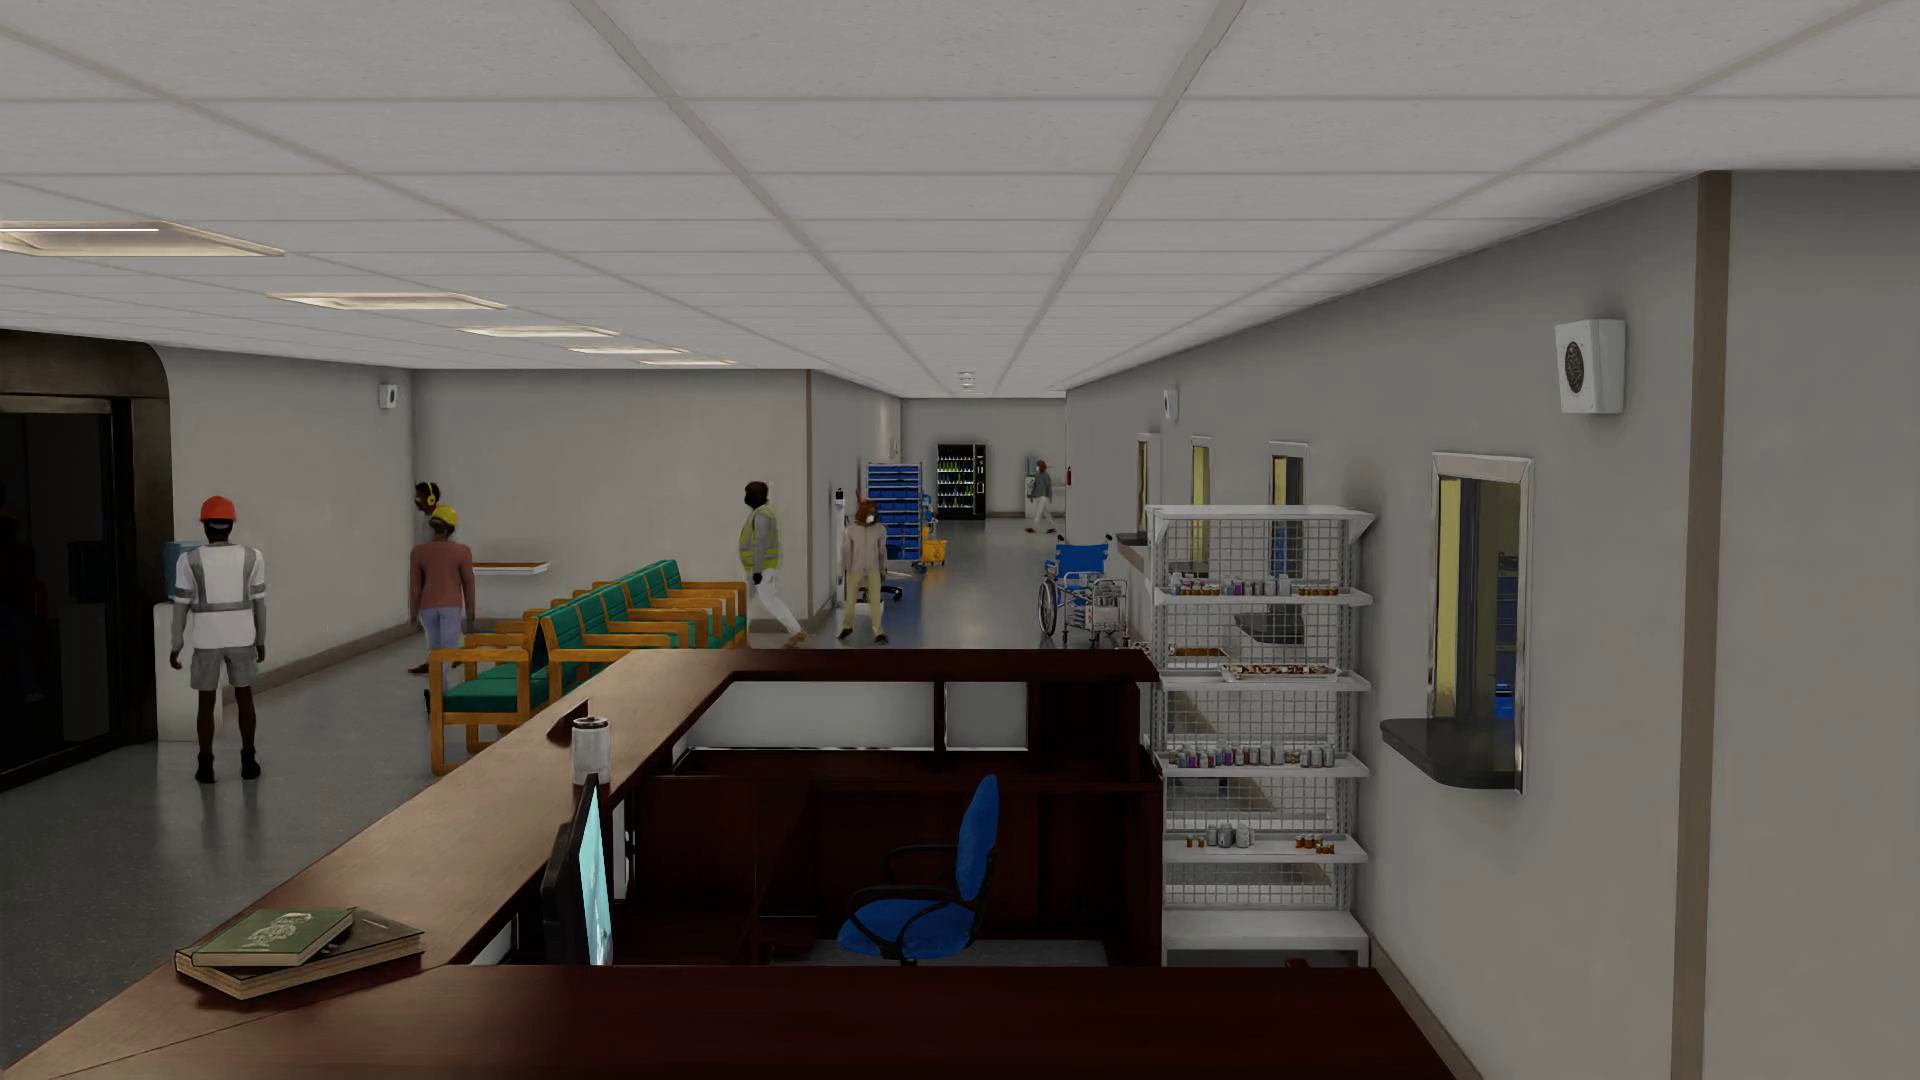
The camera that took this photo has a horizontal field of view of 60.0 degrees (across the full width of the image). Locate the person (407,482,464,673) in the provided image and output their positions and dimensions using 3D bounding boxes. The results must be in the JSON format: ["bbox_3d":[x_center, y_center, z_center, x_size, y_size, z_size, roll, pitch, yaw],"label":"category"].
[{"bbox_3d":[-5.017,0.363,15.937,0.507,1.855,0.515,-2,5,-27],"label":"person"}]

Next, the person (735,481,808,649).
[{"bbox_3d":[-2.062,0.272,17.568,0.906,1.812,0.636,-1,4,-10],"label":"person"}]

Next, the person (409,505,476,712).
[{"bbox_3d":[-4.366,0.566,13.949,0.527,1.727,0.856,0,4,1],"label":"person"}]

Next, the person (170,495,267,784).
[{"bbox_3d":[-4.982,0.664,11.158,0.624,1.923,0.404,-2,5,-31],"label":"person"}]

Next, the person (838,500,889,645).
[{"bbox_3d":[-1.071,0.345,18.118,0.552,1.569,0.925,-1,4,-17],"label":"person"}]

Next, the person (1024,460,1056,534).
[{"bbox_3d":[1.719,-0.916,35.662,0.873,1.578,0.517,-3,5,-32],"label":"person"}]
